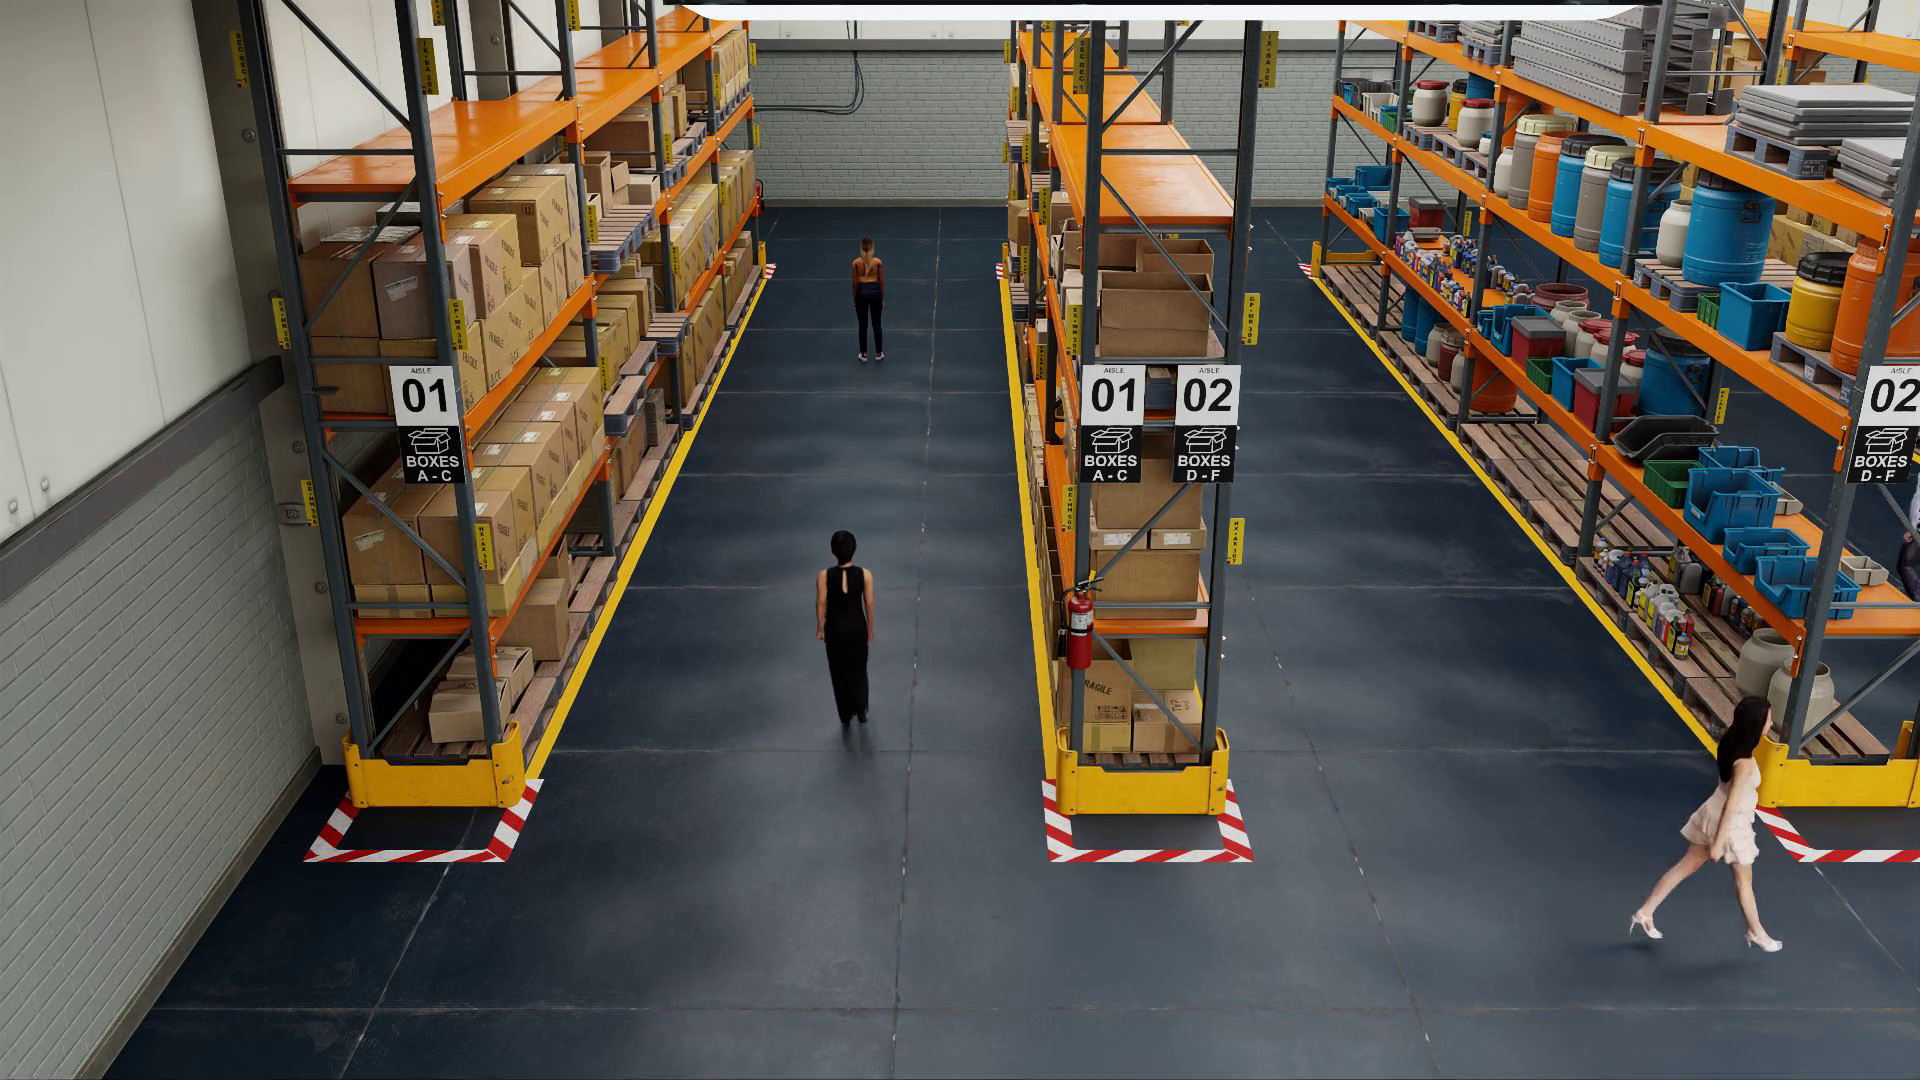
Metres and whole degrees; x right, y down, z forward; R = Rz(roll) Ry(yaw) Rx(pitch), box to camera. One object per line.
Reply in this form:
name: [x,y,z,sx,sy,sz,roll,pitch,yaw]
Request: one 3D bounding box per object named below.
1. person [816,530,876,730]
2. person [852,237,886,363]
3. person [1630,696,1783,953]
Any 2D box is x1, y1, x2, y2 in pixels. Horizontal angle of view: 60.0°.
person: [-0.842,0.715,12.343,0.652,1.591,0.692,-5,23,-11]
person: [-1.199,-3.149,21.743,0.596,1.627,0.531,-3,22,-7]
person: [4.394,1.704,9.814,0.806,1.676,1.073,5,23,11]
